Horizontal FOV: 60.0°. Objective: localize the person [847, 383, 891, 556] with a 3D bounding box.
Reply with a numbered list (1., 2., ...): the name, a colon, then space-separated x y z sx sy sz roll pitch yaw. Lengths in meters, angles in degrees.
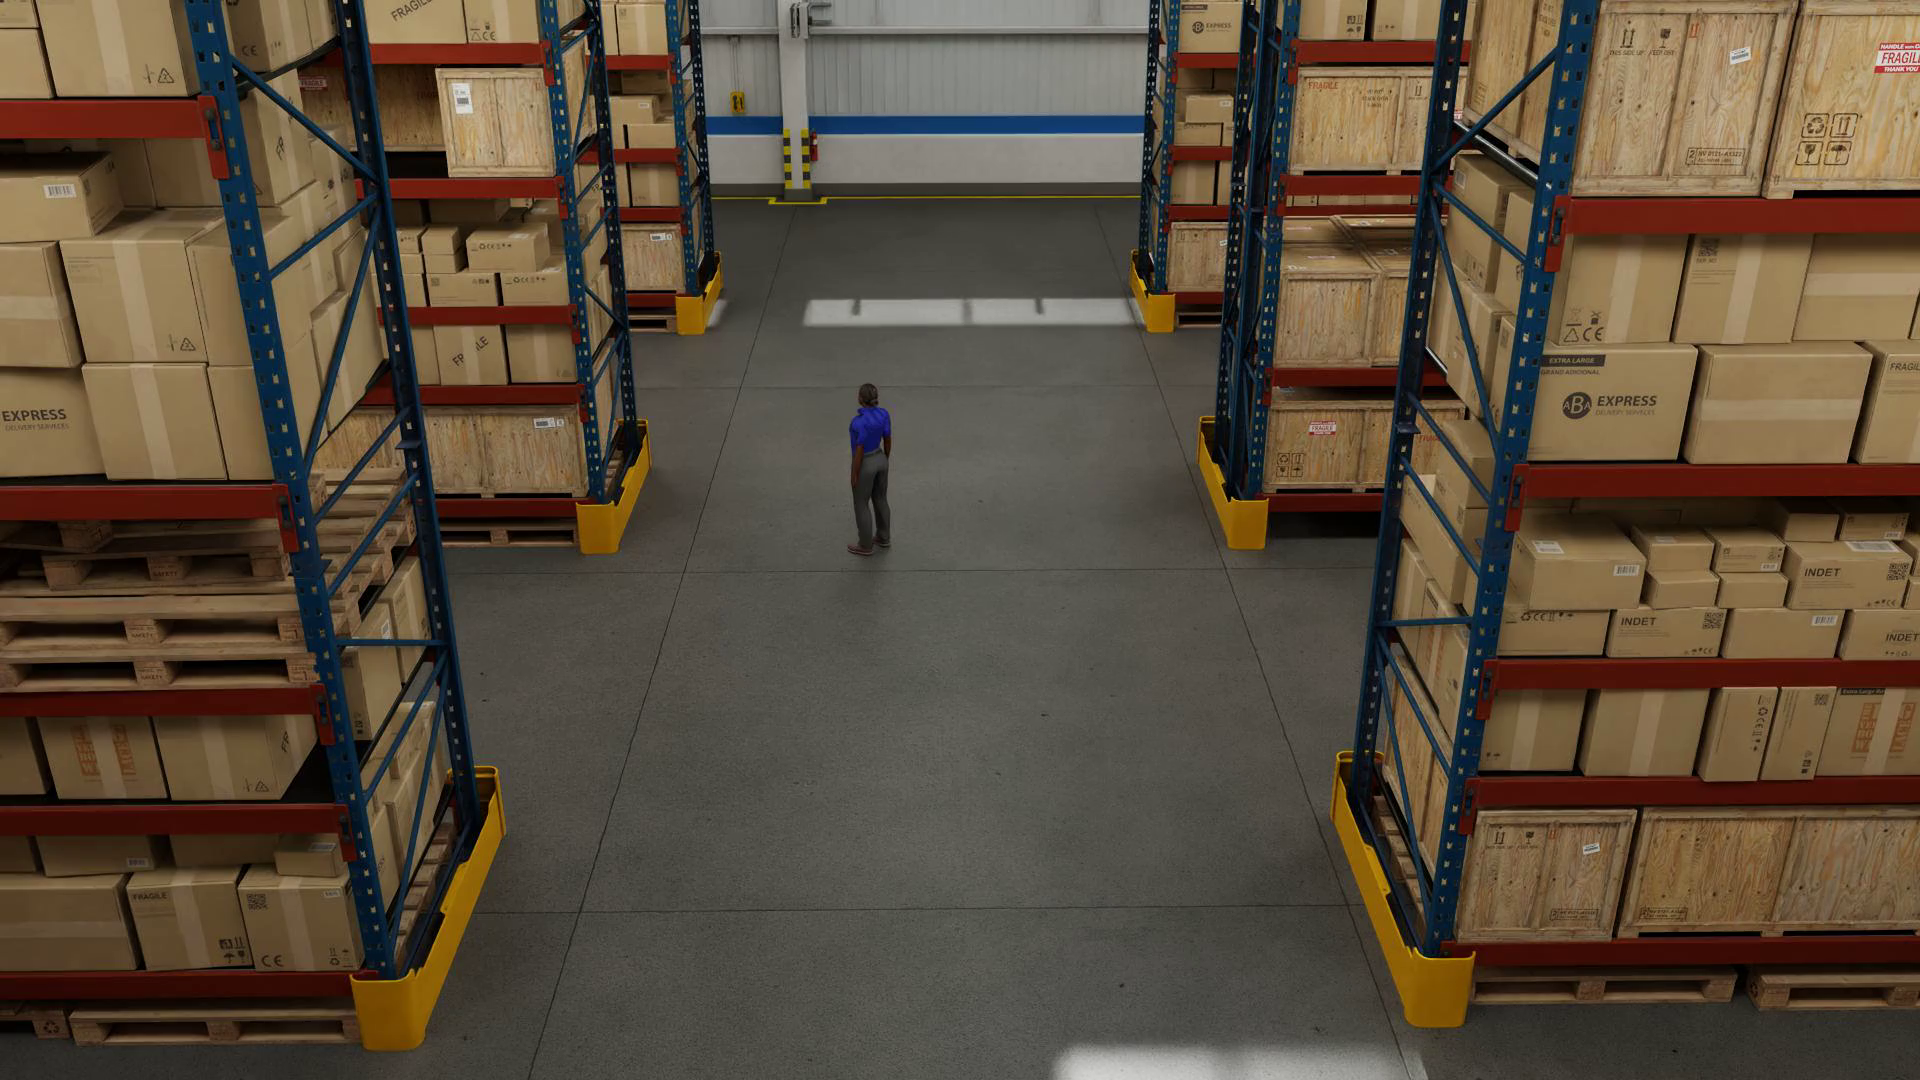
1. person: -0.859 -0.676 15.449 0.334 1.660 0.438 21 32 38
